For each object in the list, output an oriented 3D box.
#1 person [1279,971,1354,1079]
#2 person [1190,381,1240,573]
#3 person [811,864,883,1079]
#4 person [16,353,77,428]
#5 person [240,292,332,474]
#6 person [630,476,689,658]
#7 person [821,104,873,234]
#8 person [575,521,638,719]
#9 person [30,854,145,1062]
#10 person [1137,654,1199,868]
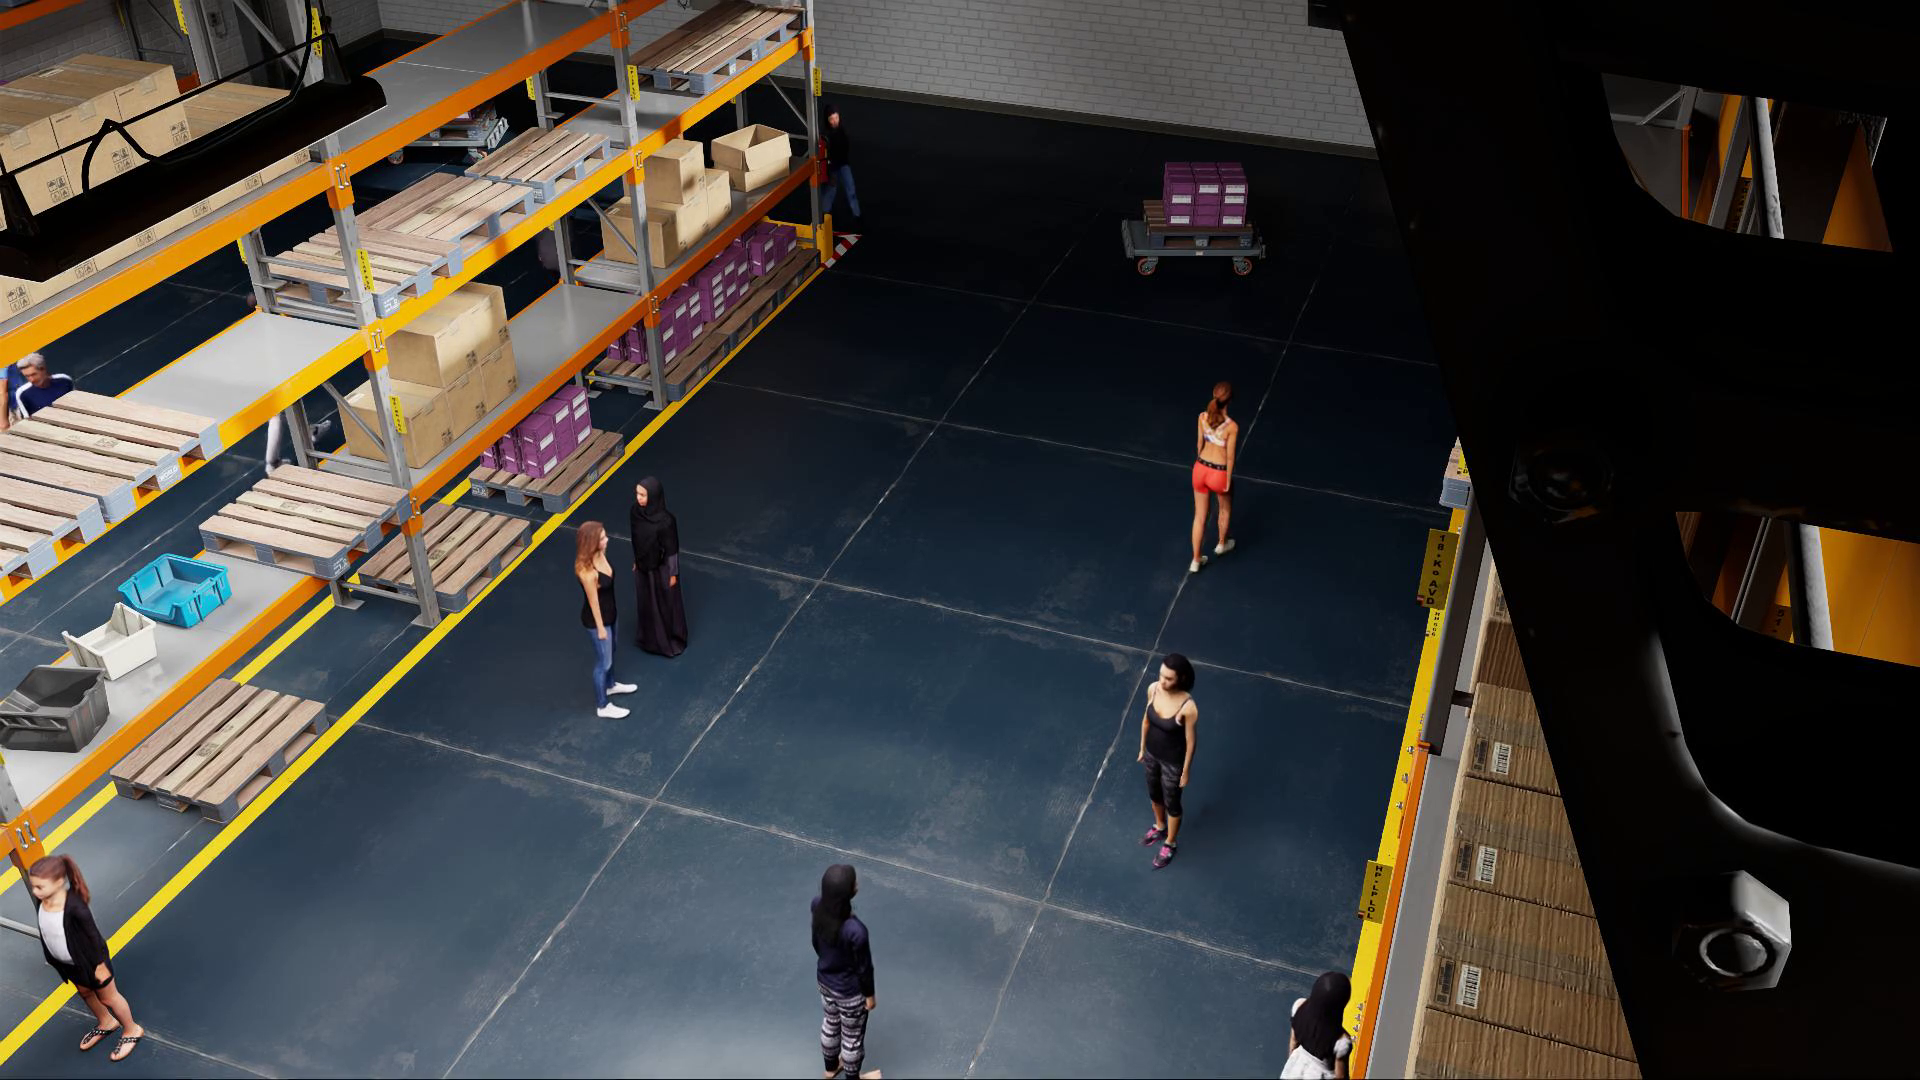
[{"bbox_3d":[1.910,2.995,9.019,0.813,1.769,0.782,-22,40,-30],"label":"person"},{"bbox_3d":[2.126,-0.505,14.285,0.700,1.767,0.896,20,38,27],"label":"person"},{"bbox_3d":[-0.687,2.553,9.717,0.658,1.733,0.679,-29,43,-36],"label":"person"},{"bbox_3d":[-8.048,-0.946,14.940,0.933,1.778,0.968,-25,41,-32],"label":"person"},{"bbox_3d":[-6.530,-1.451,15.697,0.841,1.780,1.173,16,37,22],"label":"person"},{"bbox_3d":[-2.441,0.192,13.375,0.652,1.615,0.650,19,38,26],"label":"person"},{"bbox_3d":[-1.601,-4.571,20.490,0.911,1.671,1.019,22,40,30],"label":"person"},{"bbox_3d":[-2.746,0.581,12.695,0.689,1.720,0.550,0,34,1],"label":"person"},{"bbox_3d":[-5.271,2.484,9.981,0.538,1.555,0.532,12,36,18],"label":"person"},{"bbox_3d":[1.435,1.465,11.347,0.703,1.739,0.678,-28,43,-36],"label":"person"}]
